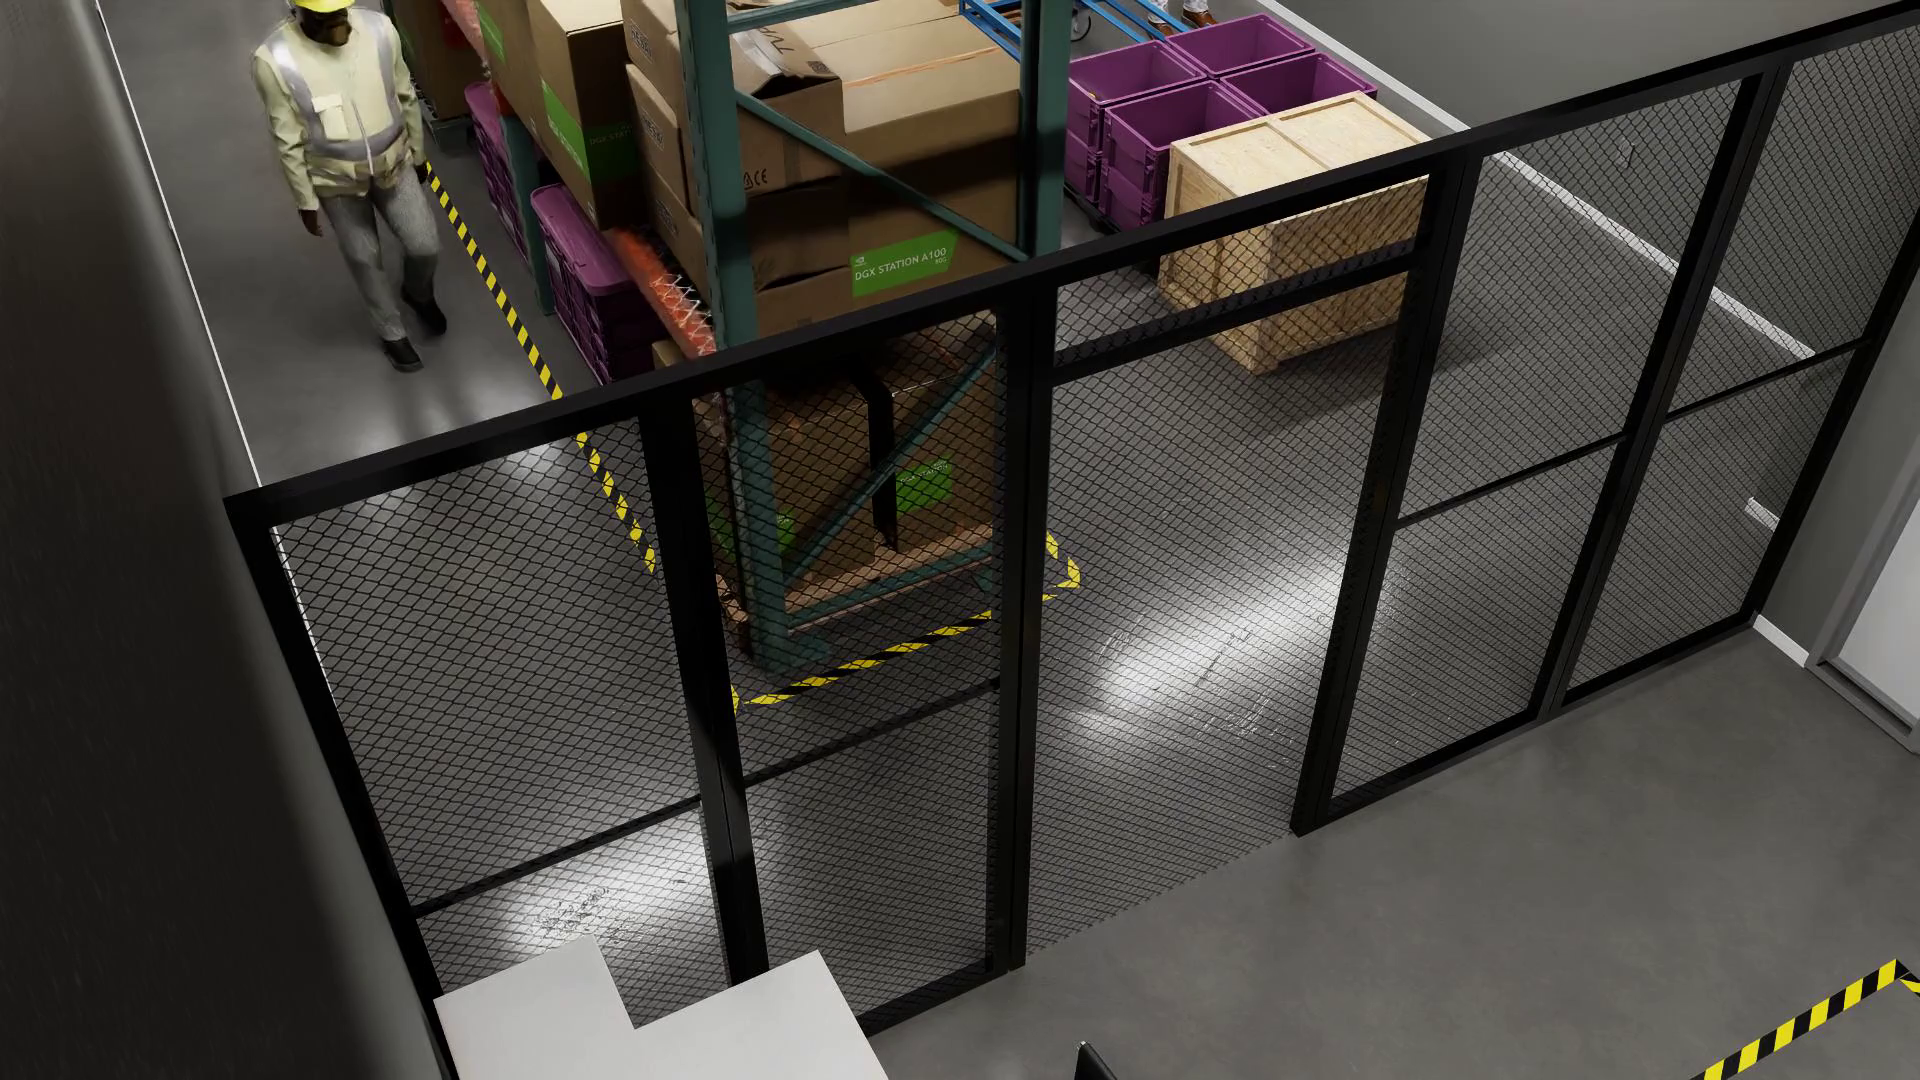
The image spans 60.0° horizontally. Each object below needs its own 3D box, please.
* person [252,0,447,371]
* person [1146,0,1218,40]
[{"bbox_3d":[-2.398,-1.485,6.659,0.605,1.819,0.416,-25,48,-25],"label":"person"},{"bbox_3d":[1.270,-3.623,8.909,0.635,1.939,0.367,-22,47,-22],"label":"person"}]
